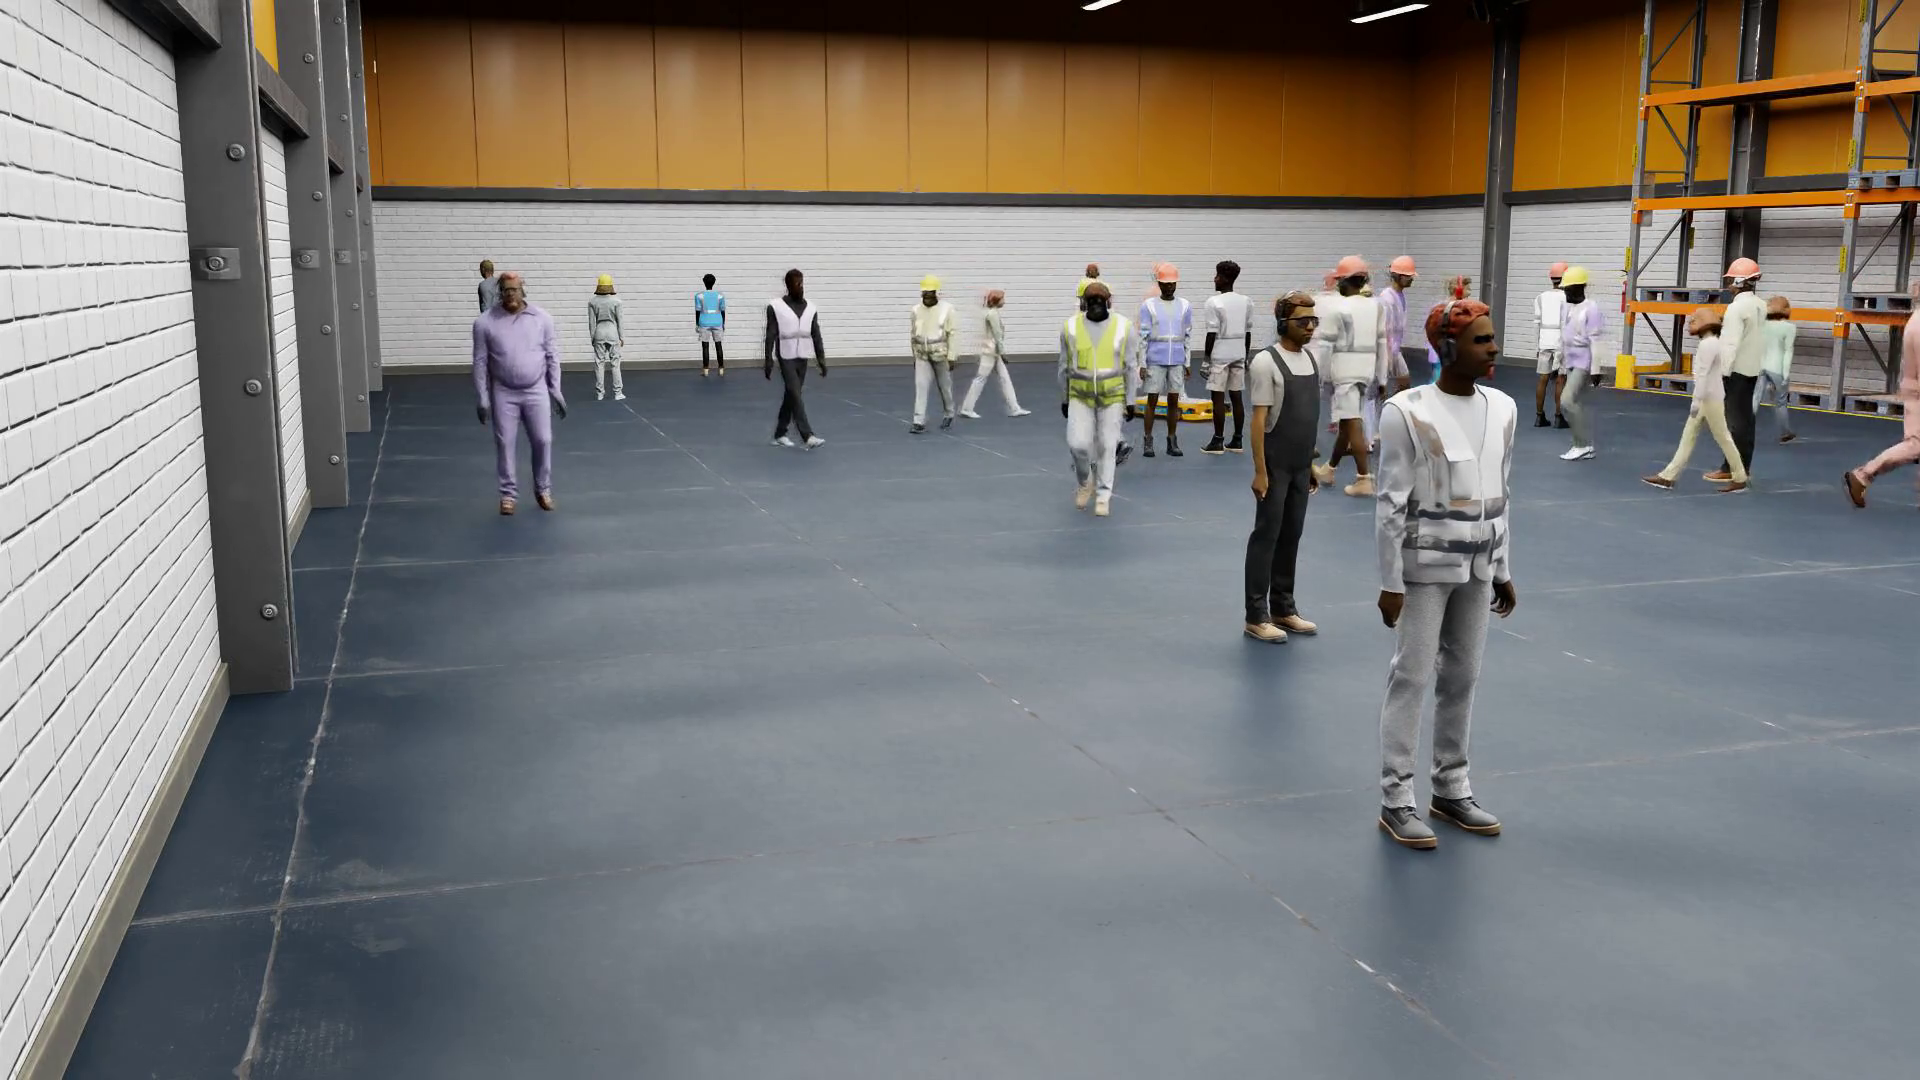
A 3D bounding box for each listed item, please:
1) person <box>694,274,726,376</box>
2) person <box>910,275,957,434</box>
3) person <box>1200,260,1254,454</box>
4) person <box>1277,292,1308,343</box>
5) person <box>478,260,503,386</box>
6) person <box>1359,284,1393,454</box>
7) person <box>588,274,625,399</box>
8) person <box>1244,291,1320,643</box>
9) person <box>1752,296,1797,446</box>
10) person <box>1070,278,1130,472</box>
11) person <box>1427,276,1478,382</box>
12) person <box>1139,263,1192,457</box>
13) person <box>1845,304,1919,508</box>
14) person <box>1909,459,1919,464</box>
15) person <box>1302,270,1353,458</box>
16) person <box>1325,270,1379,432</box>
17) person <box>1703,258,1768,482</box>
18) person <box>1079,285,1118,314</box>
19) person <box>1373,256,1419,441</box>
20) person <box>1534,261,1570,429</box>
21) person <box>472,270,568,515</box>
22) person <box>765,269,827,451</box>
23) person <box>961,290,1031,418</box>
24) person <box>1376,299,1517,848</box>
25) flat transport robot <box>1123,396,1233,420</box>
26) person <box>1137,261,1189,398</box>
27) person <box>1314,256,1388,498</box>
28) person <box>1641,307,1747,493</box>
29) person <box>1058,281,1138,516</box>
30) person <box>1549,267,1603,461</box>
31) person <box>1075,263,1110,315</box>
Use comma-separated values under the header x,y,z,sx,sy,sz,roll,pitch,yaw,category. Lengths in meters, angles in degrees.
x,y,z,sx,sy,sz,roll,pitch,yaw,category
-4.142,-3.564,27.608,0.538,1.695,0.320,-4,10,-20,person
-0.287,-2.130,19.045,0.601,1.791,0.921,4,10,21,person
2.704,-1.855,16.935,0.613,1.965,0.361,-6,12,-32,person
3.666,-1.835,17.804,0.523,1.613,0.557,-8,13,-40,person
-7.210,-3.337,25.603,0.359,1.936,0.632,2,10,10,person
4.142,-1.767,17.087,0.563,1.727,0.652,-2,10,-11,person
-4.924,-2.826,23.204,0.487,1.744,0.296,0,10,-1,person
1.718,-0.387,8.788,0.517,1.843,0.325,-9,13,-43,person
8.593,-1.784,17.631,0.908,1.583,0.512,-7,12,-34,person
1.256,-1.525,15.474,0.506,1.811,0.618,9,13,42,person
5.132,-1.806,17.159,0.968,1.794,0.593,2,10,10,person
2.068,-1.794,16.666,0.552,1.935,0.374,-2,10,-9,person
7.490,-1.133,13.008,0.803,1.884,0.652,6,12,33,person
9.378,-1.654,15.938,0.577,1.904,0.860,-8,13,-40,person
3.717,-1.751,16.625,0.661,1.867,0.900,7,12,37,person
4.500,-2.178,19.136,0.655,1.859,1.108,3,10,17,person
6.934,-1.506,14.833,0.608,1.995,0.377,-9,13,-43,person
1.605,-2.143,19.372,0.539,1.698,0.318,-4,11,-22,person
4.653,-2.056,17.981,0.657,2.004,0.633,6,11,31,person
6.958,-2.268,19.400,0.351,1.942,0.545,-8,12,-38,person
-3.463,-1.158,13.091,0.686,1.909,0.406,-4,10,-20,person
-1.686,-1.867,17.292,0.616,1.861,0.990,-8,13,-40,person
0.412,-2.288,20.538,0.880,1.586,0.505,1,10,4,person
1.688,0.115,5.765,0.584,1.884,0.347,-5,11,-26,person
2.643,-1.647,20.636,0.652,0.197,1.431,-9,13,-43,flat transport robot
2.591,-2.654,21.652,1.030,1.948,0.643,3,10,16,person
3.215,-1.383,14.095,0.639,2.000,0.983,-6,11,-29,person
6.346,-1.189,14.193,0.854,1.572,0.524,4,11,23,person
1.069,-1.096,12.942,0.640,1.823,0.443,2,10,9,person
6.036,-1.718,16.319,0.512,1.903,0.586,-1,10,-3,person
2.233,-3.723,28.031,0.597,1.866,0.461,0,10,1,person
